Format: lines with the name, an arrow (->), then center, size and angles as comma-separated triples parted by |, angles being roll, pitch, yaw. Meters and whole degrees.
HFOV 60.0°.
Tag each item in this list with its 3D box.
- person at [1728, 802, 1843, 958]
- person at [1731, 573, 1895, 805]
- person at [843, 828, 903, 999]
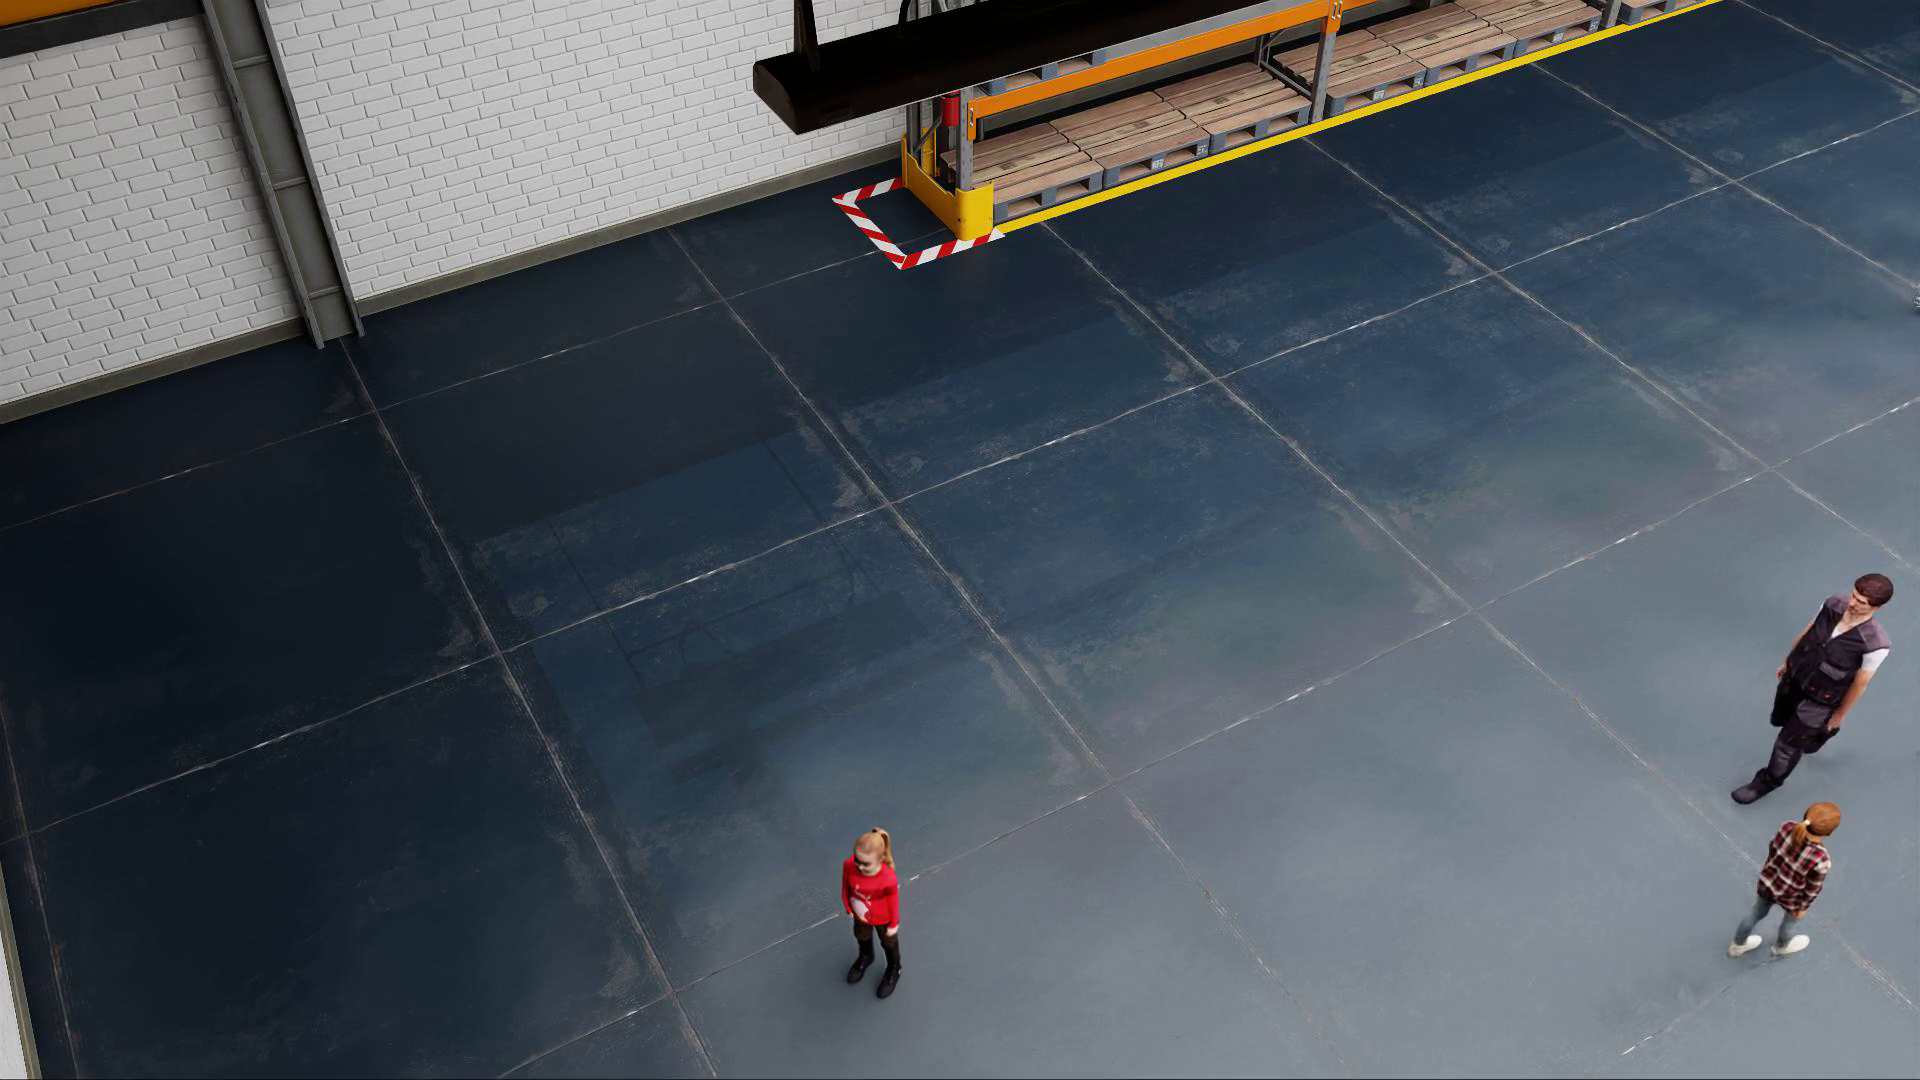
person -> 4.492, 1.906, 9.134 | 0.712, 1.296, 0.596 | -15, 46, -15
person -> 5.154, 0.851, 9.855 | 1.079, 1.830, 0.813 | -11, 45, -11
person -> -0.462, 2.009, 9.037 | 0.568, 1.282, 0.615 | 16, 46, 17
